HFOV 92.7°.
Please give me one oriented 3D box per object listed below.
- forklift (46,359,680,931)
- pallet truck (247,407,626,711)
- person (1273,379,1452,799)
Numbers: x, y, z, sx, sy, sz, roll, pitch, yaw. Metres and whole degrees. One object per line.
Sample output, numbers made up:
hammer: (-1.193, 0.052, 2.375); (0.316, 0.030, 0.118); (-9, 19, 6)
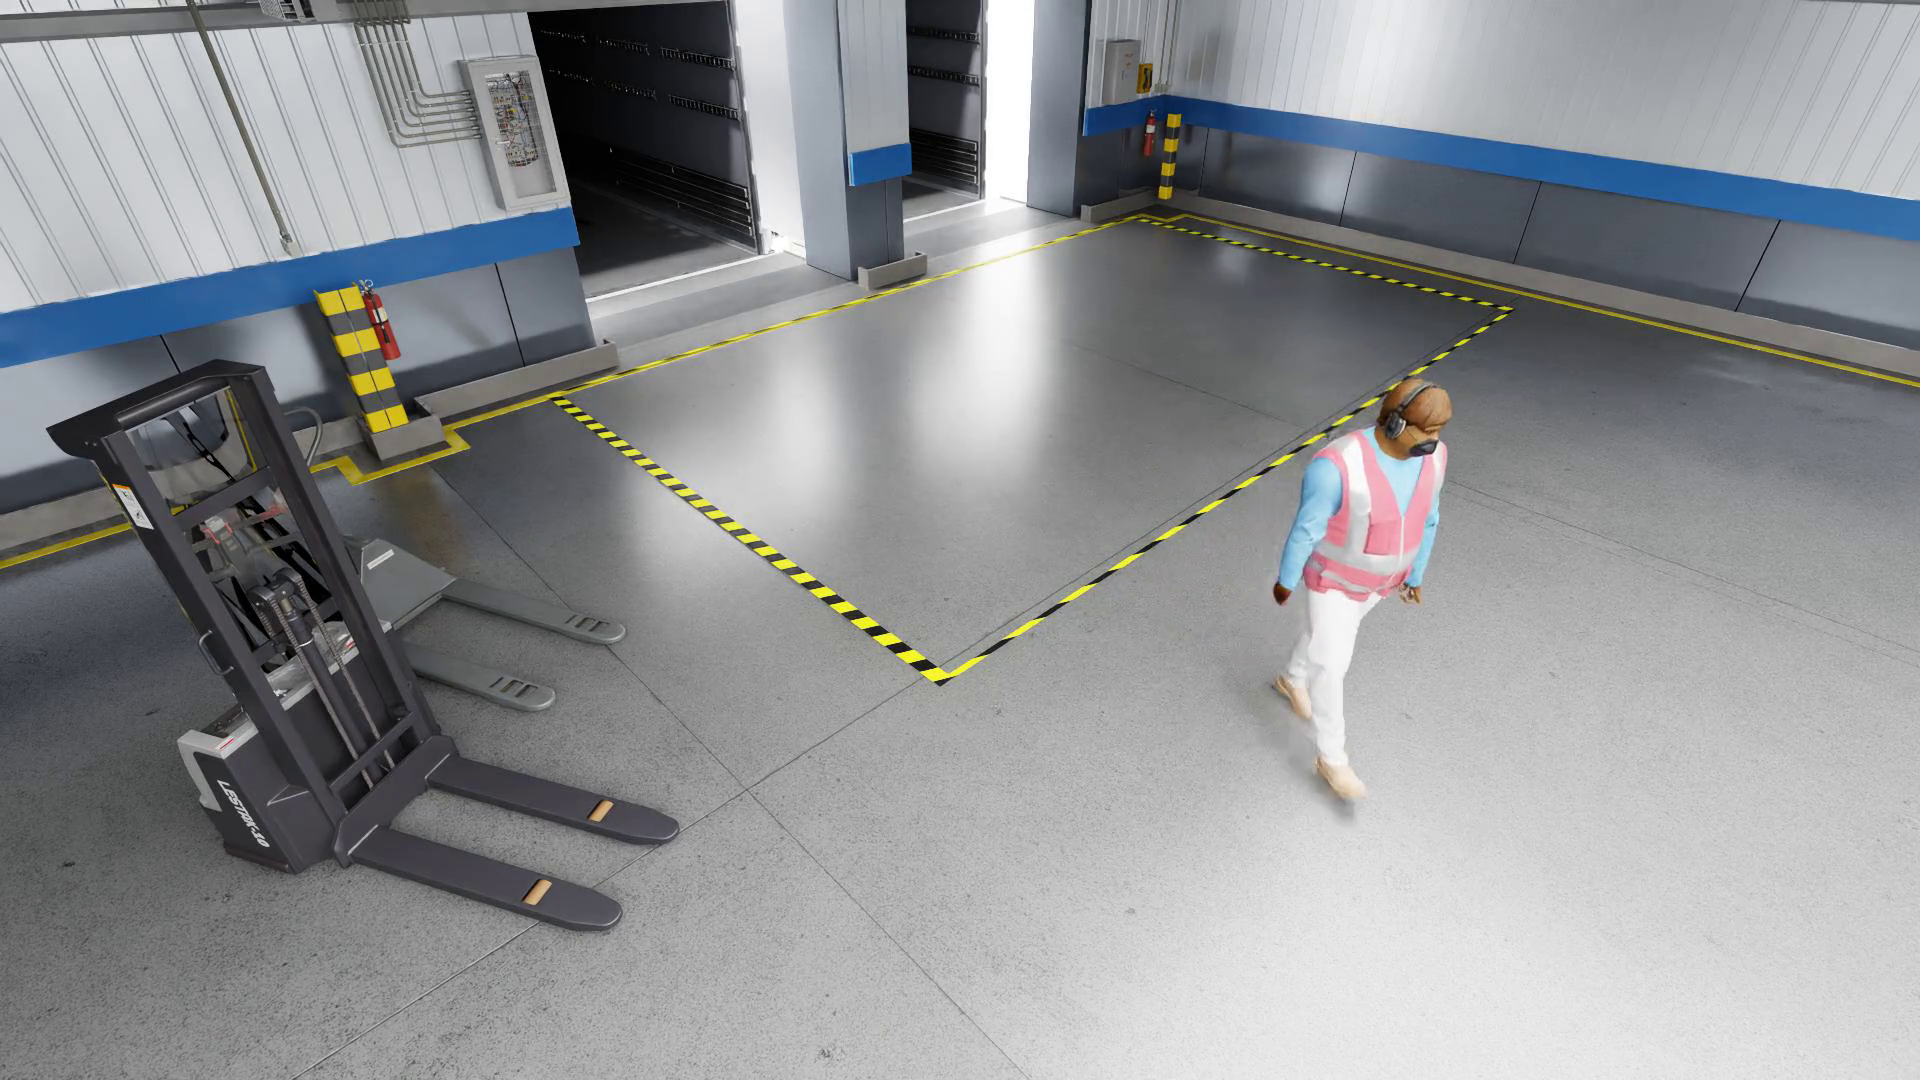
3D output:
forklift: (-2.135, 0.422, 3.354); (1.885, 1.965, 0.823); (10, 35, 14)
pallet truck: (-2.628, 0.038, 4.590); (1.601, 1.201, 0.680); (12, 36, 18)
person: (1.723, 0.209, 3.828); (0.645, 1.810, 0.819); (-11, 36, -16)
